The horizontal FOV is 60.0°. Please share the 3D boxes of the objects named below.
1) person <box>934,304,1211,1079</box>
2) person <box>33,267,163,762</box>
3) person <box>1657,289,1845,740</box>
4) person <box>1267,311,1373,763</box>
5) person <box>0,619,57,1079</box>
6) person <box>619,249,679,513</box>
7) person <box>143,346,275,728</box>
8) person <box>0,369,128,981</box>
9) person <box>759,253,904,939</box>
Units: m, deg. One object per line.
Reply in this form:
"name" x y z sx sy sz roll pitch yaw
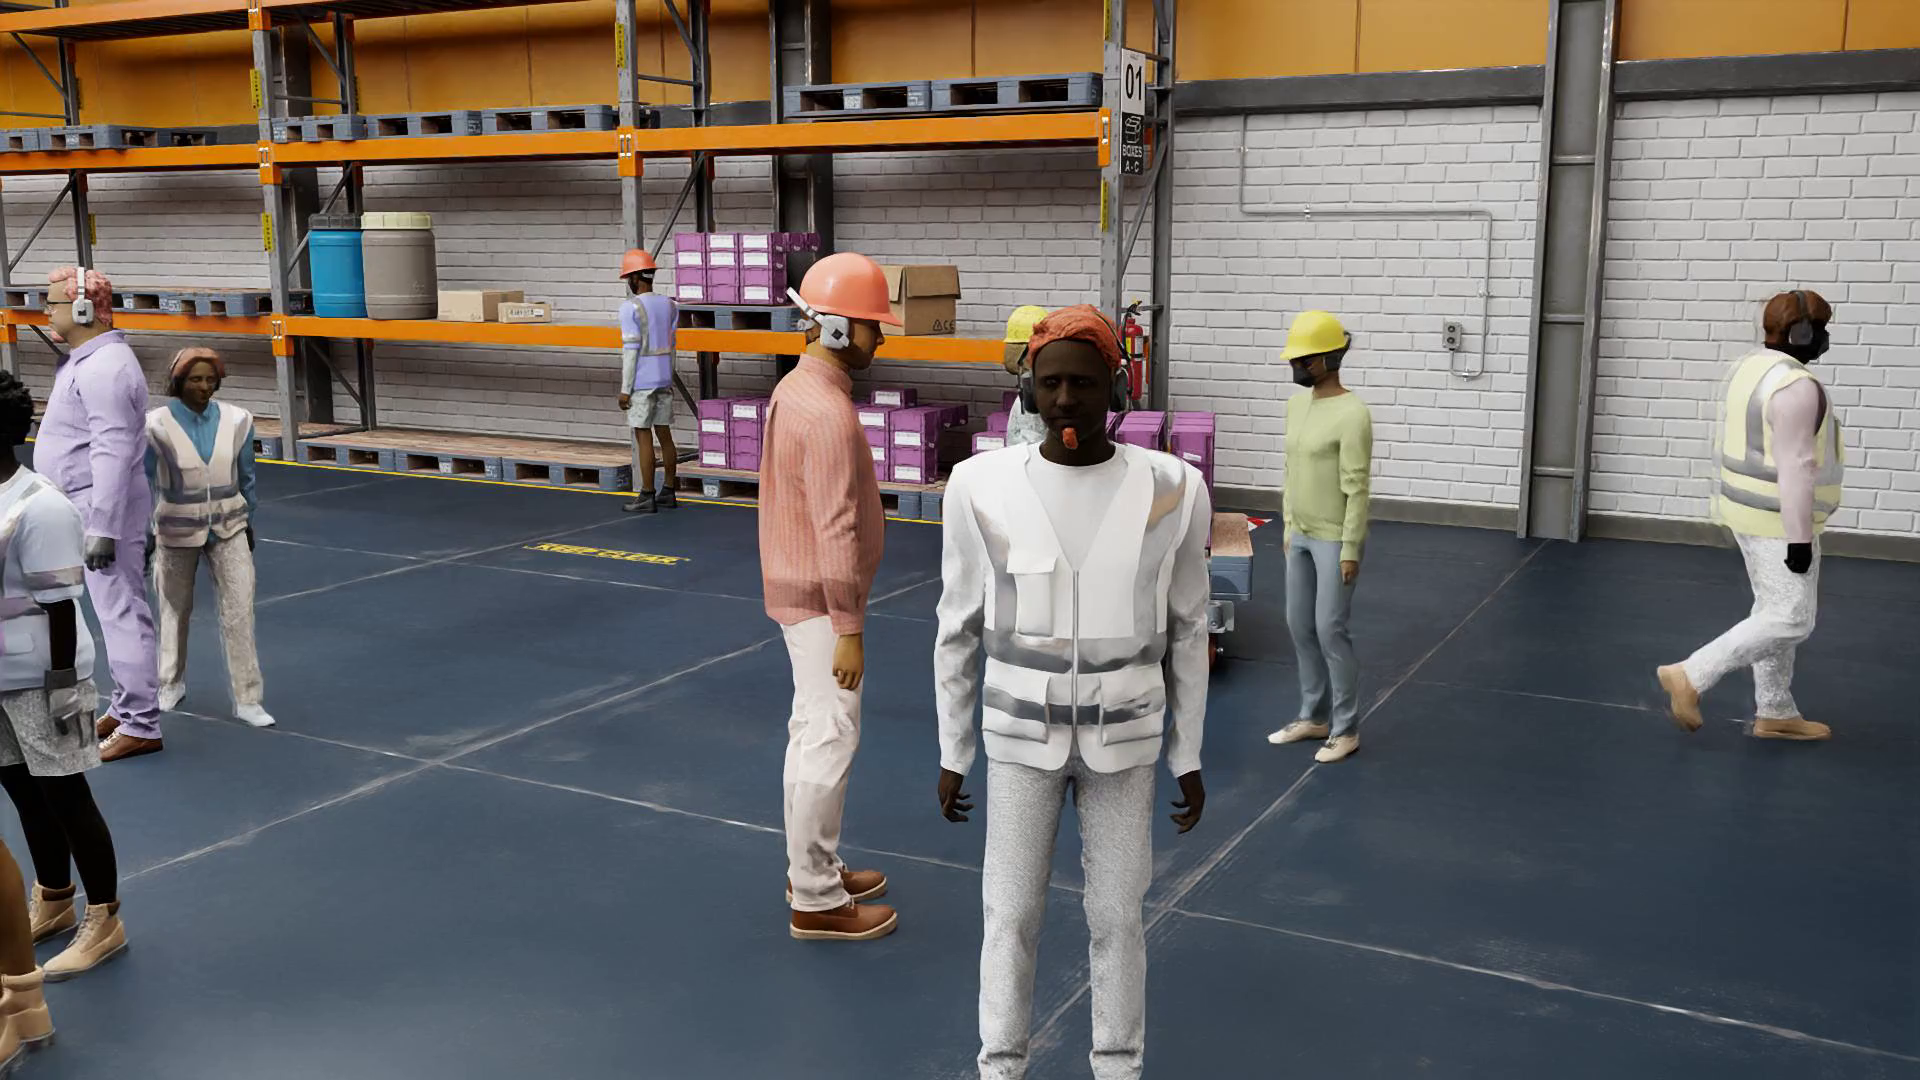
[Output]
"person" 0.236 0.446 3.558 0.584 1.882 0.339 1 10 3
"person" -3.356 -0.098 6.480 0.410 1.909 0.643 -6 12 -29
"person" 3.174 -0.075 6.585 0.634 1.824 0.638 2 10 9
"person" 1.390 -0.009 6.454 0.371 1.746 0.538 -4 11 -20
"person" -2.495 0.317 3.912 0.462 2.021 0.705 -3 11 -16
"person" -2.310 -1.160 12.233 0.365 1.932 0.543 6 12 31
"person" -3.207 -0.021 6.956 0.534 1.584 0.734 -9 14 -41
"person" -2.568 0.365 4.550 0.540 1.693 0.322 7 12 32
"person" -0.365 0.176 4.789 0.411 1.980 0.629 -3 11 -14
